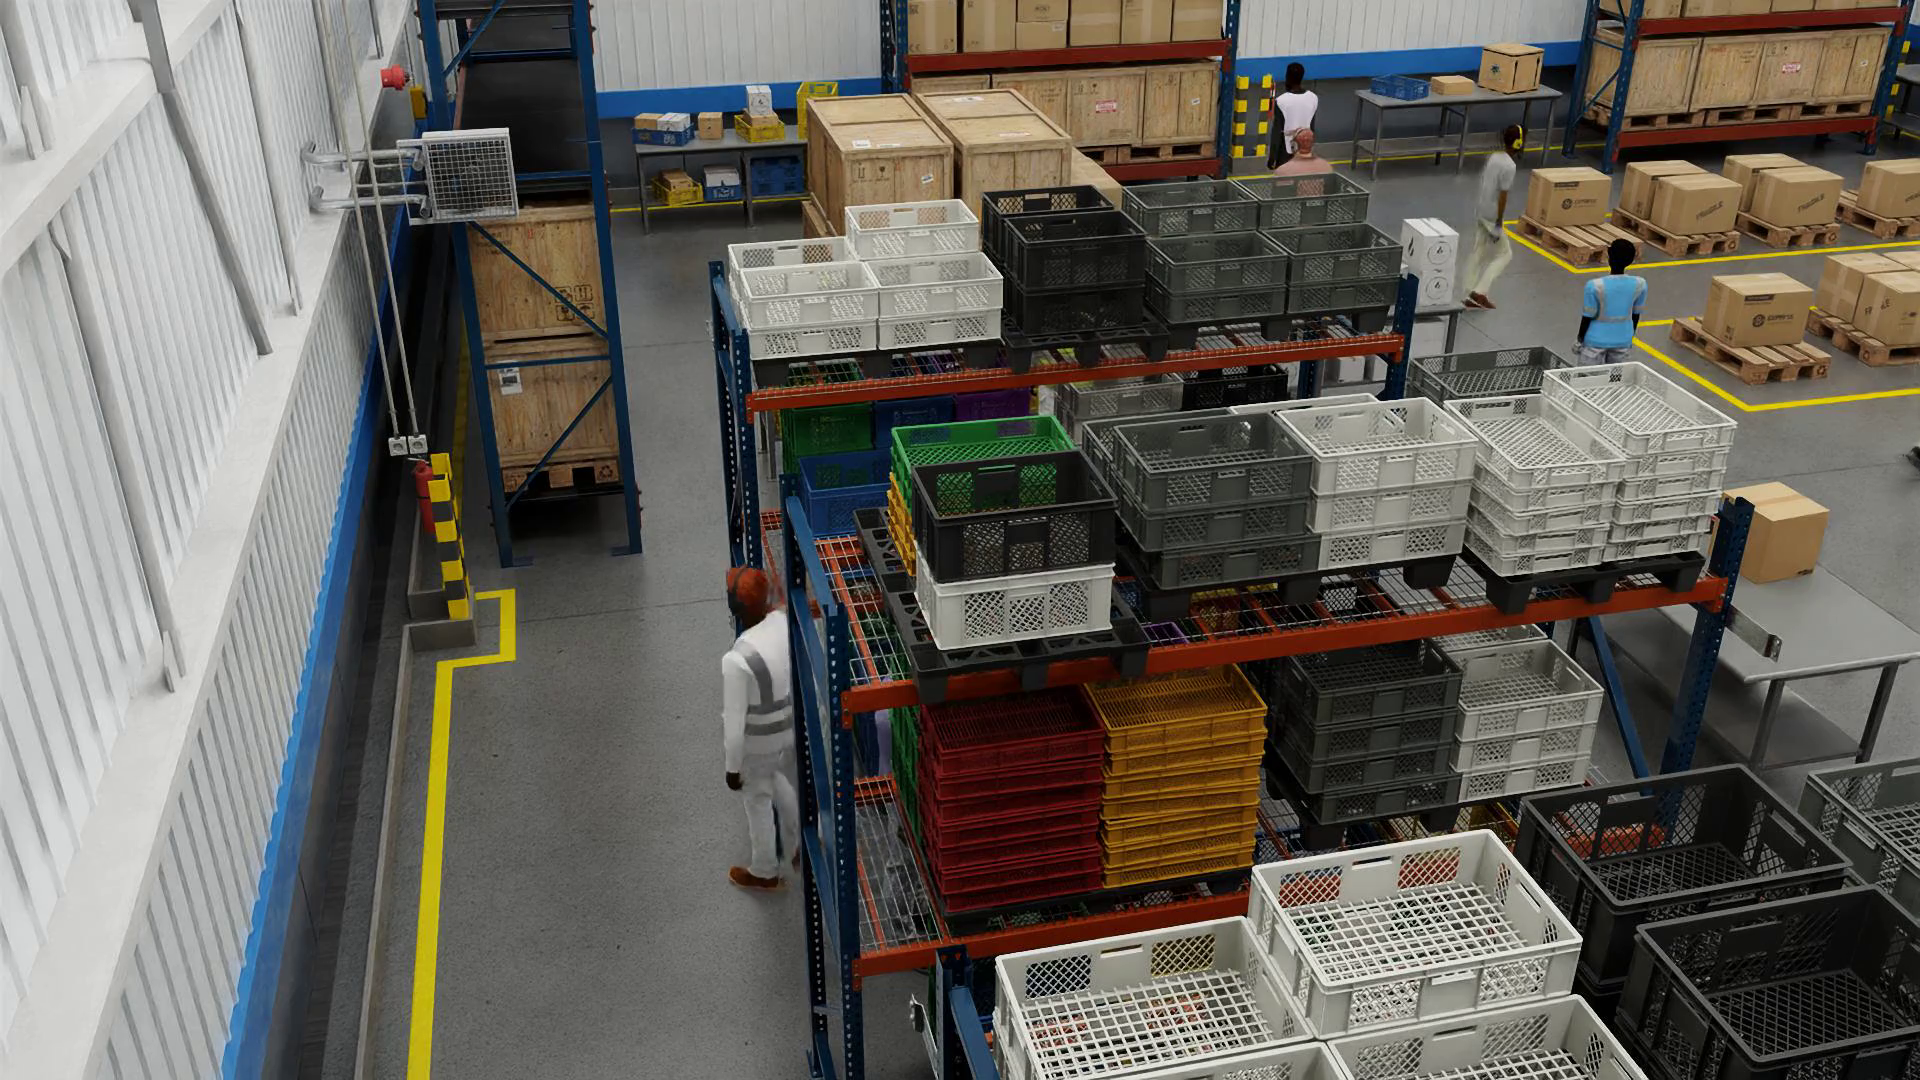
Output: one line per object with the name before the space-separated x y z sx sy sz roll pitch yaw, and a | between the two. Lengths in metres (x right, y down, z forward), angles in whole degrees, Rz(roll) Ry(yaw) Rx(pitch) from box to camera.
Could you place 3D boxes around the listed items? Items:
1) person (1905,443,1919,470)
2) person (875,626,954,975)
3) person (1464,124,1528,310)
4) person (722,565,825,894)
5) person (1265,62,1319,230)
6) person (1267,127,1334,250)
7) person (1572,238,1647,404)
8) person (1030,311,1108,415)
person | 7.804 -1.231 12.708 0.603 1.820 0.600 2 28 4
person | -0.200 1.186 7.992 0.372 1.940 0.632 6 28 11
person | 5.257 -3.149 16.321 0.493 1.838 0.518 -7 29 -13
person | -0.979 0.985 8.445 0.463 1.877 0.655 13 31 24
person | 3.694 -4.321 18.482 0.584 1.909 0.399 -17 32 -29
person | 3.233 -3.008 16.000 0.647 1.899 0.396 -11 30 -19
person | 5.274 -1.629 13.587 0.529 1.697 0.321 -3 28 -5
person | 0.807 -1.219 12.658 0.624 1.844 0.430 5 28 10
